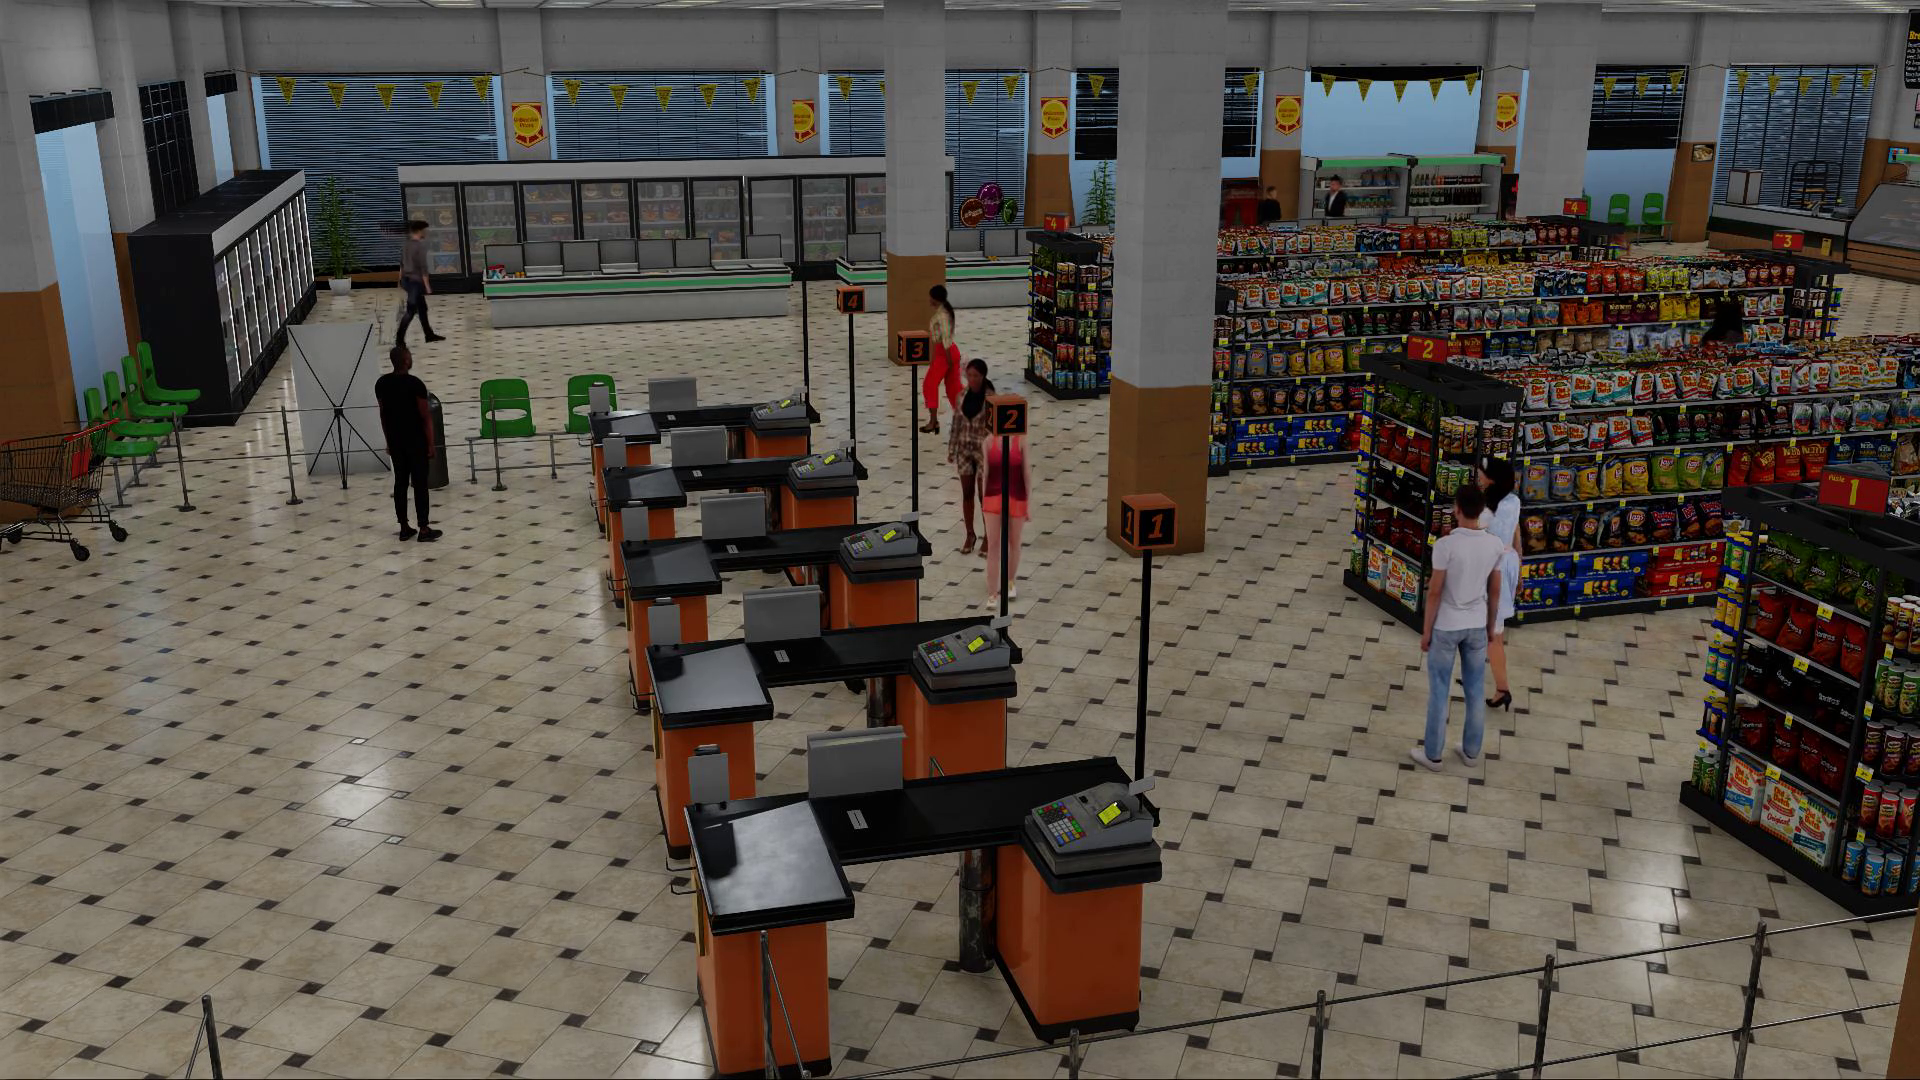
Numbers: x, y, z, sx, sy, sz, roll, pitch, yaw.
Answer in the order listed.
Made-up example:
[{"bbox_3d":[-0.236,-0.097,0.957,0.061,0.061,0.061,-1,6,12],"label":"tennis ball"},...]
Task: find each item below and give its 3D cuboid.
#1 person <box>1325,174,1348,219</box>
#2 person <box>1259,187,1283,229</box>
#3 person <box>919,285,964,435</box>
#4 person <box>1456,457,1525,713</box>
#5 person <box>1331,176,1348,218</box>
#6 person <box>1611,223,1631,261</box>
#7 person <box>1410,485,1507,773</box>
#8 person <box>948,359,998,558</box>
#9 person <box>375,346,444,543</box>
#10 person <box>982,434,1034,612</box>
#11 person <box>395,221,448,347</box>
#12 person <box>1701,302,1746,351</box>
[{"bbox_3d":[7.389,-6.134,32.467,1.233,1.913,0.937,-9,19,-28],"label":"person"},{"bbox_3d":[6.043,-6.094,32.845,1.142,1.617,0.837,-10,20,-31],"label":"person"},{"bbox_3d":[-0.078,-2.038,19.278,0.969,1.739,0.824,1,17,4],"label":"person"},{"bbox_3d":[3.702,0.348,11.353,0.857,1.778,0.816,-8,19,-25],"label":"person"},{"bbox_3d":[7.647,-6.336,33.261,1.248,1.839,0.749,-2,17,-7],"label":"person"},{"bbox_3d":[10.213,-4.086,26.030,0.956,1.735,0.841,2,17,5],"label":"person"},{"bbox_3d":[3.164,0.561,10.528,0.447,1.851,0.701,-4,17,-13],"label":"person"},{"bbox_3d":[0.145,-0.760,14.978,0.686,1.791,0.753,9,19,26],"label":"person"},{"bbox_3d":[-5.105,-0.892,15.366,0.672,1.819,0.805,4,17,14],"label":"person"},{"bbox_3d":[0.393,-0.313,13.636,1.075,1.716,0.867,1,17,3],"label":"person"},{"bbox_3d":[-8.256,-3.801,24.899,0.969,1.847,1.173,15,23,41],"label":"person"},{"bbox_3d":[8.004,-1.582,17.644,1.157,1.816,0.855,-10,20,-31],"label":"person"}]
